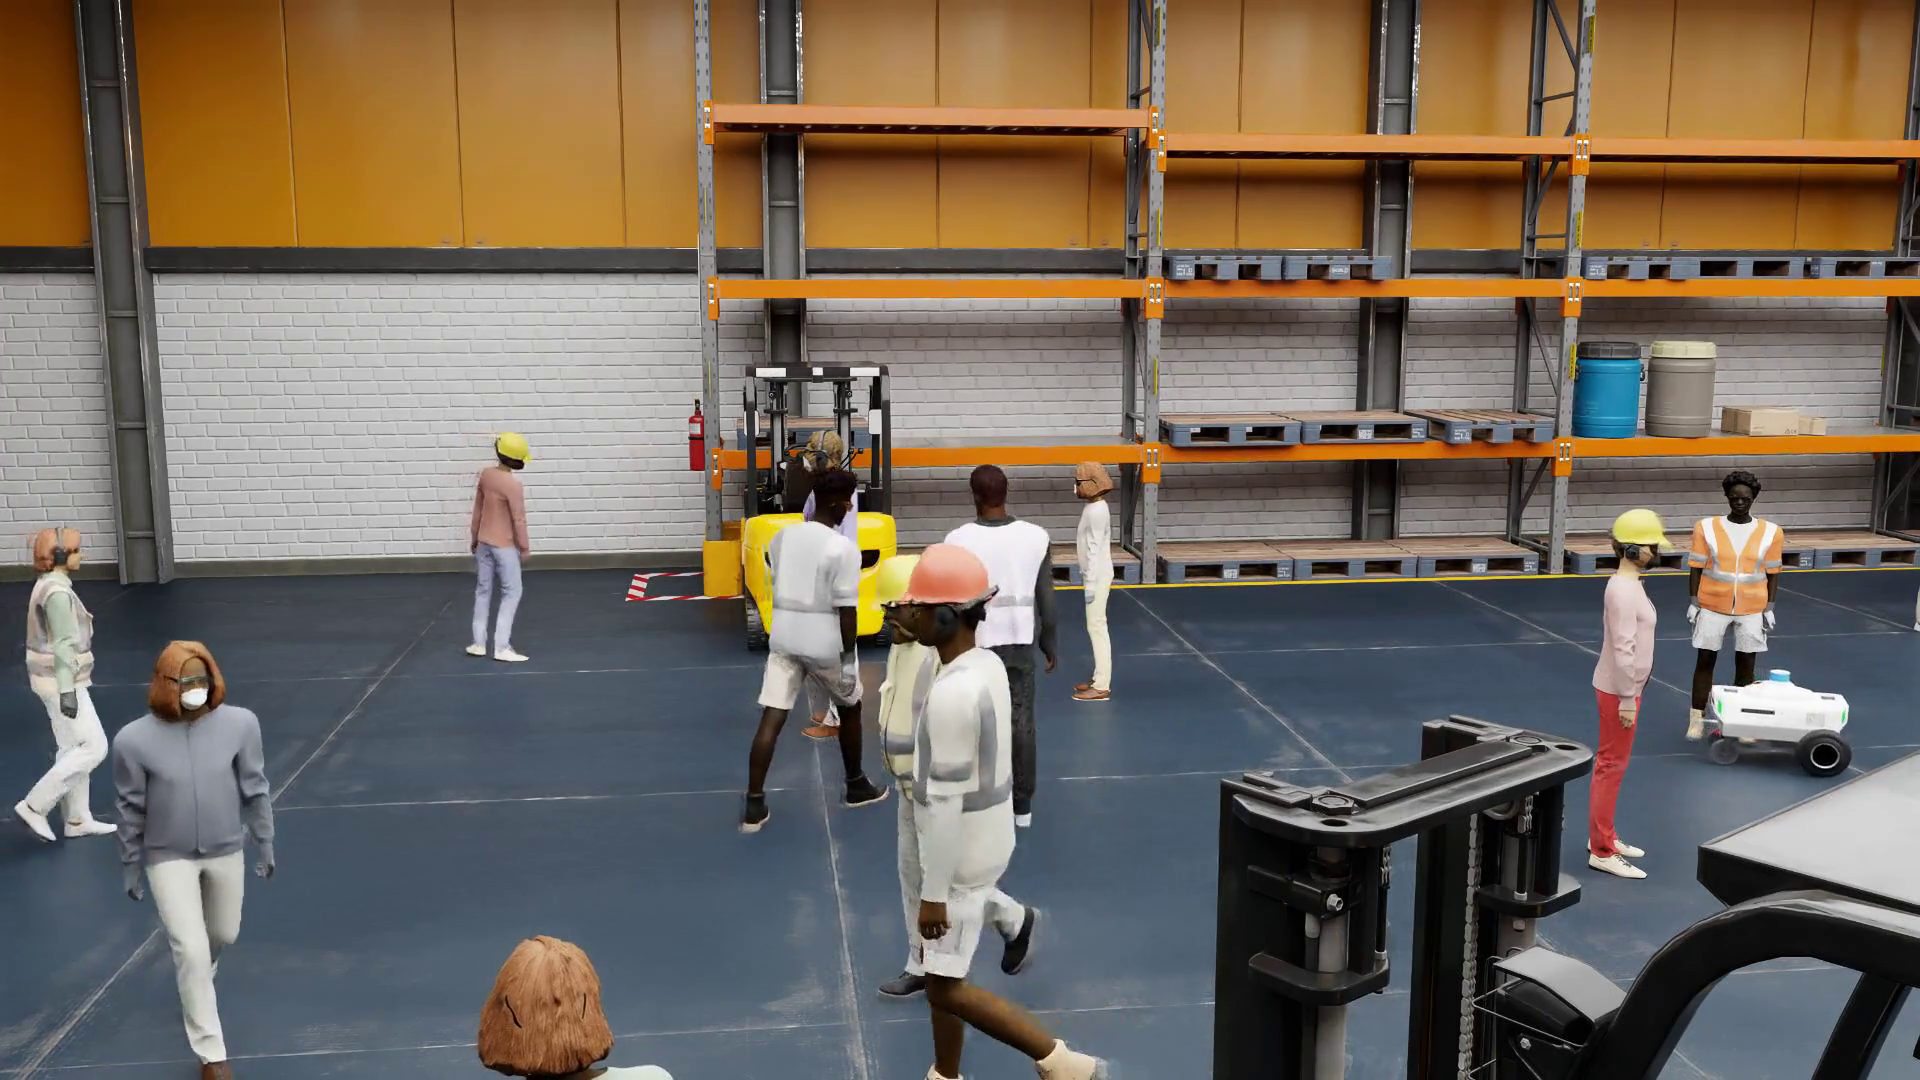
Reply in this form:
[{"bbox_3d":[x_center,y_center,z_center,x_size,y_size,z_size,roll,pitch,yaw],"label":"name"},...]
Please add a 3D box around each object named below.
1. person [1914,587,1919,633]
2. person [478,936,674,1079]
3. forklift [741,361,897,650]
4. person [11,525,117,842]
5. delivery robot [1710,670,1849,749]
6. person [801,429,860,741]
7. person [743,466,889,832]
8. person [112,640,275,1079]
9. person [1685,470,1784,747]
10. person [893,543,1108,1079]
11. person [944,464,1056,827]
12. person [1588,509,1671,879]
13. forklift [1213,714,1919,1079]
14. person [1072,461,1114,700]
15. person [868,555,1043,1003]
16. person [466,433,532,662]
[{"bbox_3d":[7.911,-0.046,13.294,0.515,1.629,0.319,-7,11,-36],"label":"person"},{"bbox_3d":[-0.768,1.561,3.241,0.498,1.634,0.278,-6,11,-33],"label":"person"},{"bbox_3d":[-1.154,-0.340,13.365,1.214,2.155,2.313,-1,9,-7],"label":"forklift"},{"bbox_3d":[-4.525,0.740,8.374,0.406,1.623,0.544,-6,11,-32],"label":"person"},{"bbox_3d":[4.801,1.006,9.770,0.707,0.478,0.477,3,10,20],"label":"delivery robot"},{"bbox_3d":[-0.806,0.276,10.312,0.355,1.938,0.637,1,9,7],"label":"person"},{"bbox_3d":[-0.790,0.561,8.767,0.643,1.889,0.915,5,10,29],"label":"person"},{"bbox_3d":[-2.789,1.127,6.056,0.506,1.608,0.750,-7,12,-38],"label":"person"},{"bbox_3d":[4.727,0.417,10.190,0.534,1.697,0.318,3,10,19],"label":"person"},{"bbox_3d":[0.083,1.018,5.414,0.717,2.025,0.615,2,9,10],"label":"person"},{"bbox_3d":[0.219,0.553,8.715,0.634,1.895,0.451,-2,9,-9],"label":"person"},{"bbox_3d":[3.218,0.727,8.034,0.306,1.770,0.525,4,10,22],"label":"person"},{"bbox_3d":[1.441,1.425,2.350,1.214,2.155,2.313,-7,12,-39],"label":"forklift"},{"bbox_3d":[0.904,0.276,11.299,0.280,1.624,0.493,0,9,2],"label":"person"},{"bbox_3d":[-0.048,0.942,6.601,0.632,1.800,0.633,-4,10,-24],"label":"person"},{"bbox_3d":[-3.469,0.042,12.457,0.689,1.717,0.345,8,12,40],"label":"person"}]
